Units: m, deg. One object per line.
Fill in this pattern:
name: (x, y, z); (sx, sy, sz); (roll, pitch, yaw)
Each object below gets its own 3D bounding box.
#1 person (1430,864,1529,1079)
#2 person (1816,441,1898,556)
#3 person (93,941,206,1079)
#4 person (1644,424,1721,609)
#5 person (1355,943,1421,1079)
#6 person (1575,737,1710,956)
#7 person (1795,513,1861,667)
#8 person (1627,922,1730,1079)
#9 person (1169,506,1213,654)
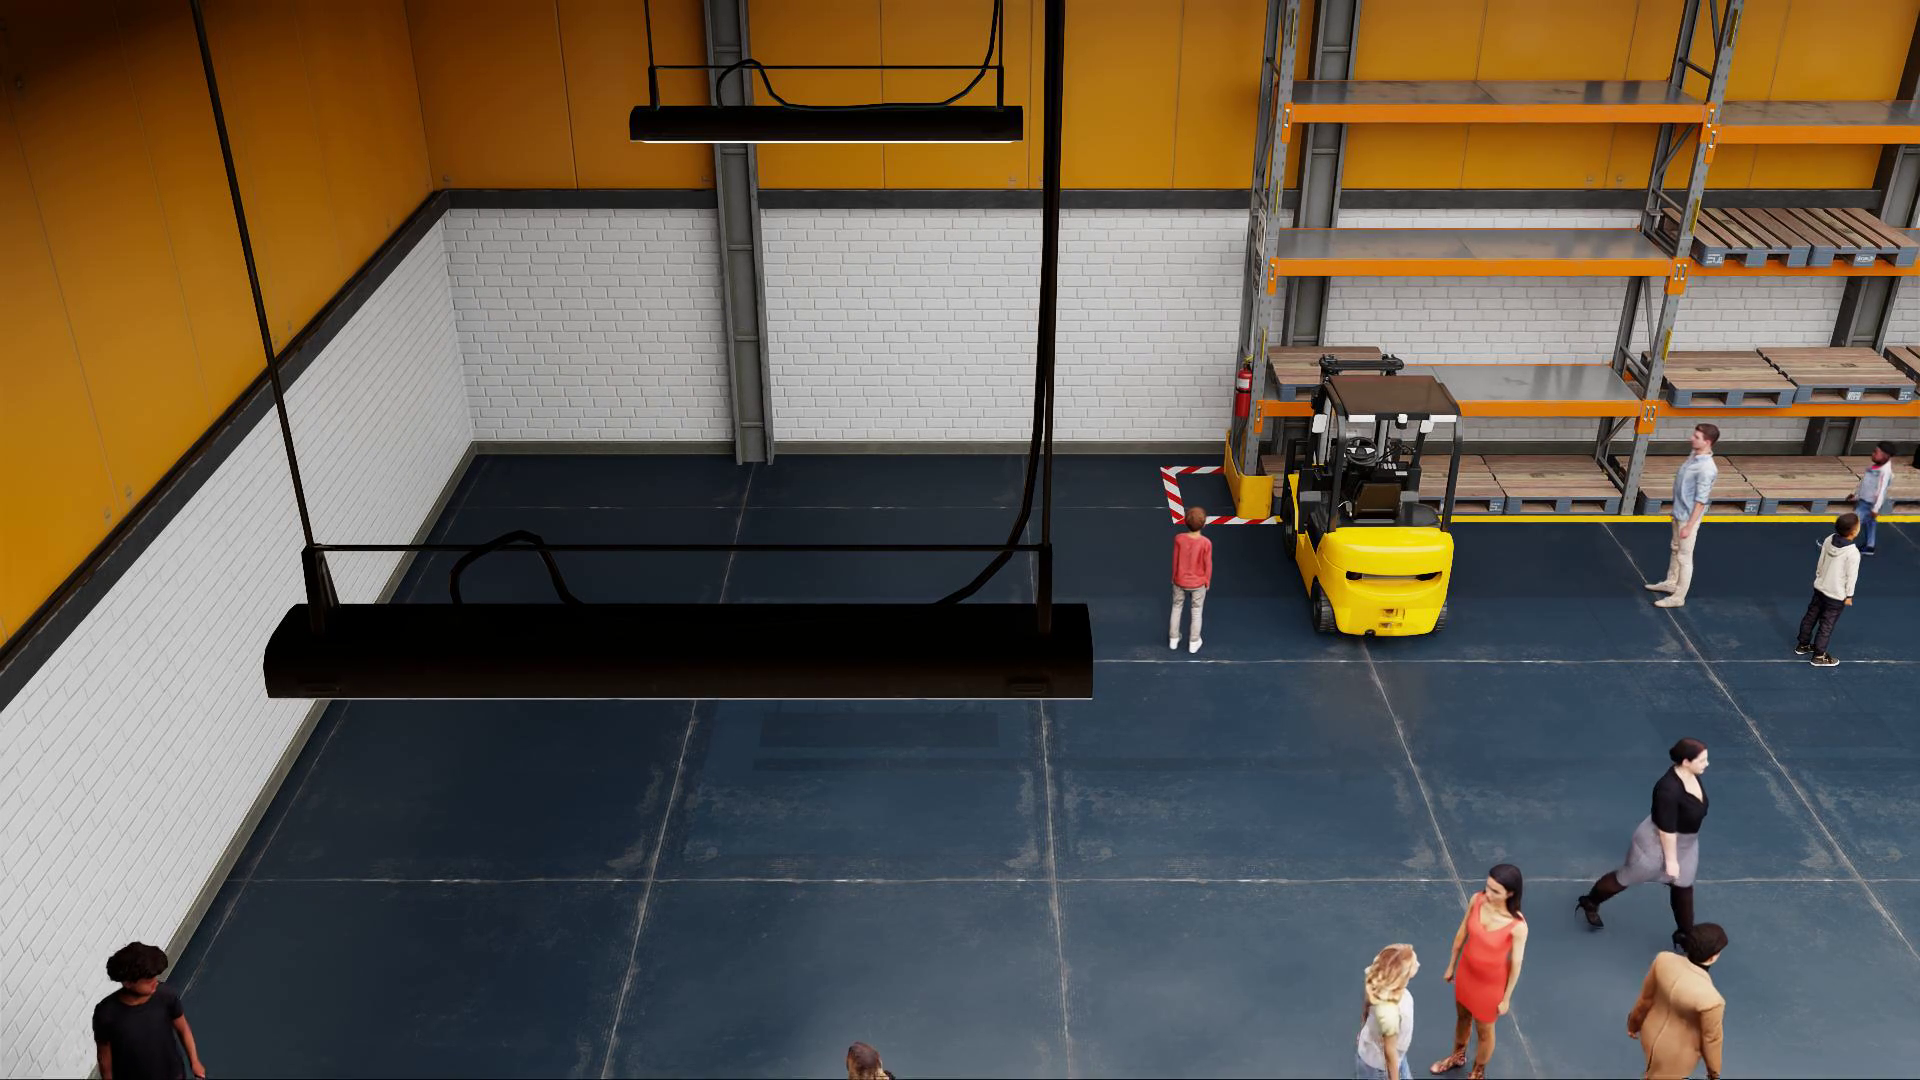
person: (3.234, 2.694, 10.256); (0.715, 1.721, 0.683); (-19, 34, -31)
person: (9.054, -0.397, 16.427); (0.841, 1.237, 0.643); (10, 30, 17)
person: (-4.726, 3.043, 9.591); (0.827, 1.746, 0.962); (-11, 31, -19)
person: (6.792, -0.241, 15.506); (0.591, 1.847, 0.675); (4, 29, 7)
person: (2.343, 3.013, 9.682); (0.712, 1.710, 0.691); (5, 29, 9)
person: (4.704, 2.076, 11.397); (1.176, 1.713, 1.109); (25, 37, 37)
person: (7.699, 0.421, 14.698); (0.590, 1.458, 0.622); (-6, 29, -11)
person: (4.103, 2.970, 9.771); (1.115, 1.701, 0.886); (-10, 30, -17)
person: (2.054, 0.348, 14.874); (0.499, 1.417, 0.626); (10, 30, 17)
